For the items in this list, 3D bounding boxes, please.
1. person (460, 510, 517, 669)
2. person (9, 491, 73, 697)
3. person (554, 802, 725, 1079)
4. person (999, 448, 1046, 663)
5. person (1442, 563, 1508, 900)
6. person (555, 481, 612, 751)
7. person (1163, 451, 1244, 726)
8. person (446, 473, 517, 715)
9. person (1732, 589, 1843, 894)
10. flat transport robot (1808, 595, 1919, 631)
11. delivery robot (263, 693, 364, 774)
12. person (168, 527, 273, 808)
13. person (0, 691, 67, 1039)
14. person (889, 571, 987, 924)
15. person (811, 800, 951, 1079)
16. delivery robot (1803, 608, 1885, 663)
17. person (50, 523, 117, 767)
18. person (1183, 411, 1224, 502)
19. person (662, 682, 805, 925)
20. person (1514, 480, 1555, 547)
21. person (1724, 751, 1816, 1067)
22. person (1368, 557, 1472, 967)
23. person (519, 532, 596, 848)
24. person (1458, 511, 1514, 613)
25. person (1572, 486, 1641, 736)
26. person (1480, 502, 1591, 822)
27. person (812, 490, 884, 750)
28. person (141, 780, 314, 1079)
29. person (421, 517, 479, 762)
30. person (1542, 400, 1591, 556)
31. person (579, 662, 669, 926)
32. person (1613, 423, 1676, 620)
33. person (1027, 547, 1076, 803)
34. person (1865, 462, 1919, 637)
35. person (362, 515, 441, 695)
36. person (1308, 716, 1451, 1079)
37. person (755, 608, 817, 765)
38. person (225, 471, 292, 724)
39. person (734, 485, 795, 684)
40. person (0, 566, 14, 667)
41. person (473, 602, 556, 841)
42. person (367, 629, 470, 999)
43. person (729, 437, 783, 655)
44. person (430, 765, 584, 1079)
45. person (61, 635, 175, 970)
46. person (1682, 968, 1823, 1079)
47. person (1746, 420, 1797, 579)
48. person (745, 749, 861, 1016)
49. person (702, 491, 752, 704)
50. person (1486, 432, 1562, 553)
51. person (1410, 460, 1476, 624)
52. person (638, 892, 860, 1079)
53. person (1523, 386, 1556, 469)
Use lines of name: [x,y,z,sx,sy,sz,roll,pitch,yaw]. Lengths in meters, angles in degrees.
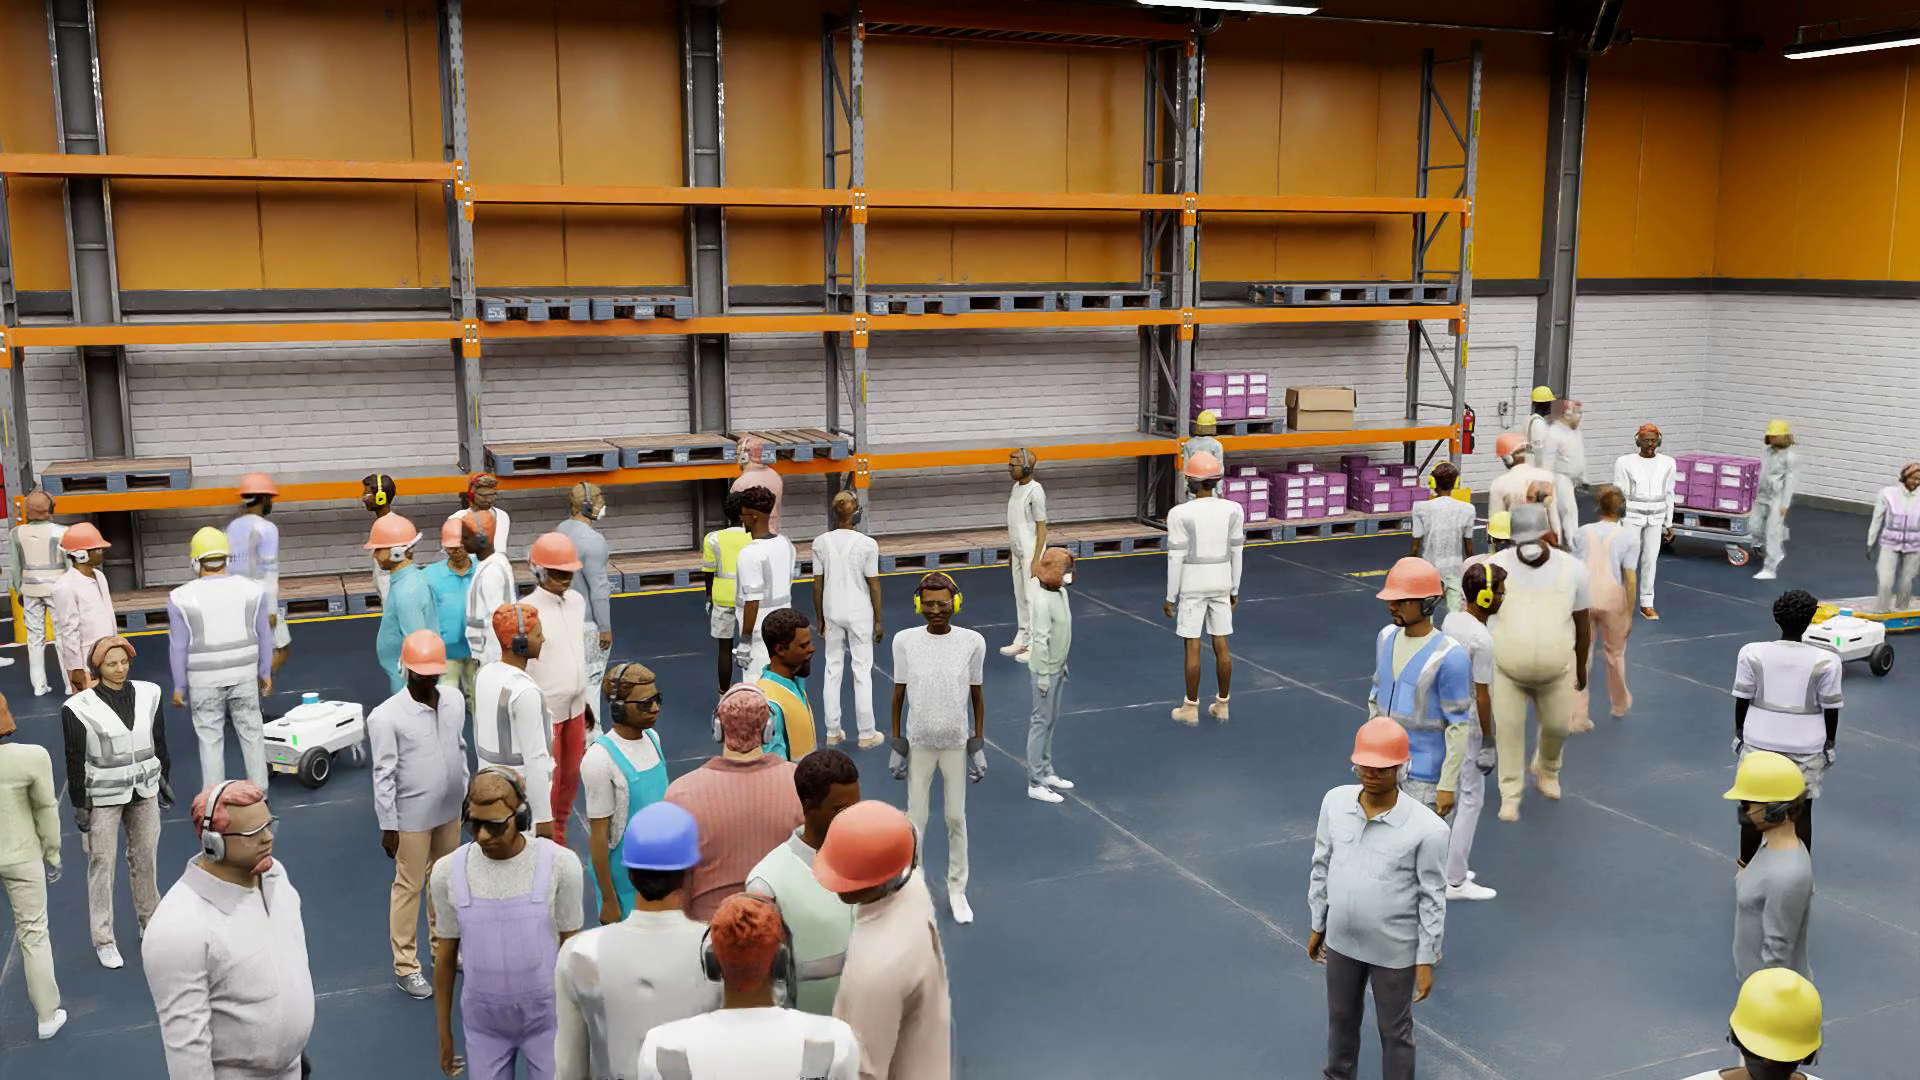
person: [-2.993,0.731,10.686,0.345,1.873,0.587,-2,10,-11]
person: [-7.184,0.432,13.091,0.515,1.637,0.315,0,10,0]
person: [-0.851,1.717,4.845,0.653,1.937,0.454,0,10,3]
person: [0.562,0.125,14.253,0.329,1.844,0.509,-4,11,-23]
person: [2.748,1.031,9.013,0.323,1.855,0.531,-1,10,-8]
person: [-2.594,0.556,11.504,0.352,1.937,0.635,-8,13,-39]
person: [1.795,0.360,12.322,0.605,2.048,0.373,-3,10,-16]
person: [-3.647,0.401,12.687,0.390,1.838,0.563,6,11,31]
person: [4.477,1.105,9.039,0.540,1.696,0.315,6,11,30]
flat transport robot: [8.544,0.697,15.494,1.431,0.197,0.652,-3,10,-18]
delivery robot: [-4.332,1.266,11.125,0.477,0.478,0.707,4,10,19]
person: [-4.549,0.828,10.254,0.600,1.827,0.404,-8,13,-38]
person: [-4.236,1.431,7.330,0.503,1.636,0.280,-5,11,-28]
person: [-0.114,1.081,8.679,0.514,1.872,0.328,0,10,-2]
person: [-0.213,1.676,5.047,0.432,1.935,0.689,0,10,2]
delivery robot: [7.317,0.806,13.774,0.707,0.478,0.477,-6,12,-32]
person: [-5.668,0.758,10.870,0.323,1.753,0.560,-1,10,-5]
person: [2.726,-0.572,18.566,0.485,1.744,0.308,7,12,36]
person: [-0.800,1.476,6.294,0.651,1.906,0.404,-2,10,-14]
person: [4.769,0.302,13.864,0.381,1.621,0.536,4,11,21]
person: [2.861,1.615,5.942,0.336,1.757,0.532,4,11,22]
person: [2.182,1.090,8.123,0.377,2.041,0.616,-5,11,-25]
person: [-2.272,0.938,9.216,0.549,1.996,0.637,4,11,23]
person: [3.683,0.666,11.401,0.523,1.759,0.351,3,10,15]
person: [4.743,0.504,12.226,0.503,1.796,0.909,7,12,36]
person: [3.525,0.709,10.329,0.710,2.000,0.732,2,10,11]
person: [-0.786,0.565,11.719,0.504,1.847,0.345,3,10,17]
person: [-2.206,1.669,5.180,0.401,1.910,0.640,1,10,6]
person: [-3.334,0.708,11.159,0.569,1.749,0.342,-4,11,-22]
person: [6.788,-0.670,18.823,0.972,1.867,0.627,9,13,41]
person: [-1.347,1.406,6.877,0.345,1.847,0.504,3,10,17]
person: [6.504,-0.171,15.852,0.587,1.882,0.341,1,10,3]
person: [0.591,0.848,10.702,0.283,1.631,0.501,3,10,18]
person: [8.538,0.097,15.064,0.562,1.604,0.703,5,11,25]
person: [-3.243,0.833,9.754,0.404,1.989,0.621,-3,10,-15]
person: [1.584,1.529,6.415,0.563,1.756,0.320,9,13,42]
person: [-0.806,1.248,7.578,0.392,1.920,0.593,0,10,-2]
person: [-5.128,0.462,12.141,0.561,1.907,0.555,6,11,30]
person: [-1.321,0.610,11.126,0.361,1.957,0.614,4,11,21]
person: [-8.327,0.149,13.905,0.587,1.920,0.390,1,10,5]
person: [-2.078,1.221,7.828,0.337,1.882,0.585,-8,13,-38]
person: [-2.518,1.275,7.903,0.338,1.745,0.573,5,11,27]
person: [-1.807,0.054,14.493,0.403,1.904,0.652,5,11,24]
person: [-1.500,1.632,5.610,0.523,1.834,0.343,-1,10,-3]
person: [-4.151,1.273,8.234,0.307,1.640,0.519,6,12,32]
person: [2.000,1.909,4.213,0.532,1.765,0.323,0,10,2]
person: [8.701,-0.432,17.781,0.423,1.722,0.502,-3,10,-16]
person: [-0.459,1.612,5.485,0.386,1.917,0.595,6,12,32]
person: [-1.689,0.469,12.702,0.541,1.695,0.316,0,10,-2]
person: [4.854,0.048,14.387,0.694,1.951,0.478,-2,10,-13]
person: [3.818,0.300,13.220,0.511,1.860,0.318,1,10,6]
person: [-0.557,1.813,4.445,0.622,1.869,0.514,-1,10,-4]
person: [6.811,-0.852,19.638,0.352,1.930,0.594,2,10,9]
